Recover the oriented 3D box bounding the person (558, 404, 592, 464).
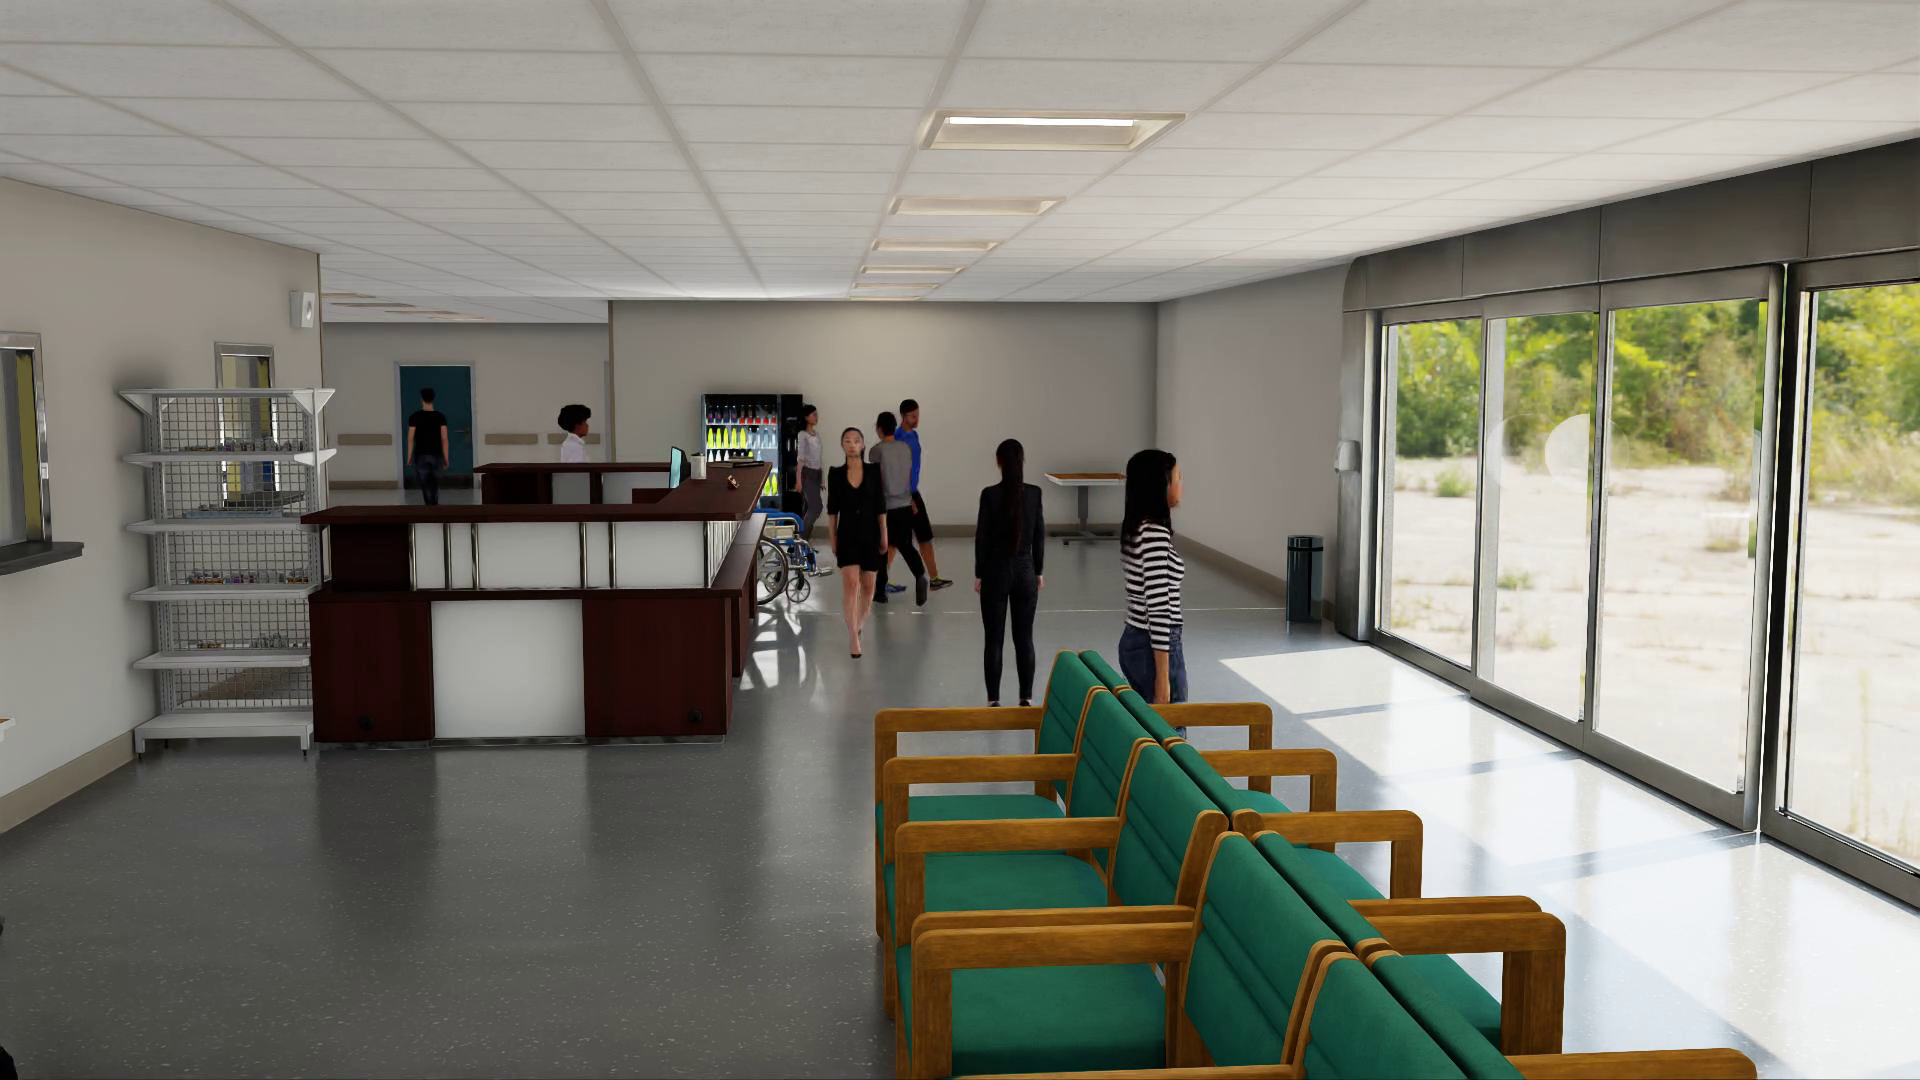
[{"bbox_3d":[-3.624,-0.357,15.467,0.858,1.796,0.763,-2,6,-23],"label":"person"}]

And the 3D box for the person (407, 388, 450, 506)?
[{"bbox_3d":[-7.112,-1.072,22.263,1.242,1.859,1.064,-3,7,-29],"label":"person"}]

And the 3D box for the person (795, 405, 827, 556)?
[{"bbox_3d":[-1.811,-0.679,19.041,0.750,1.722,0.737,2,6,20],"label":"person"}]

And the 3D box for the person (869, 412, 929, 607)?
[{"bbox_3d":[-0.559,-0.259,14.830,1.091,1.730,0.990,-3,7,-30],"label":"person"}]

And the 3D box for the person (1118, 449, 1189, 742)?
[{"bbox_3d":[0.753,0.533,6.687,0.579,1.783,0.637,0,6,0],"label":"person"}]

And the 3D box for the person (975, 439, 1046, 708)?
[{"bbox_3d":[0.298,0.251,9.842,0.478,1.712,0.666,-2,6,-15],"label":"person"}]

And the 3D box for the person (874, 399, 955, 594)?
[{"bbox_3d":[-0.616,-0.384,15.611,1.121,1.823,0.943,2,6,16],"label":"person"}]

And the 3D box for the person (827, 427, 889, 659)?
[{"bbox_3d":[-0.753,0.025,12.318,0.955,1.668,0.692,-1,6,-9],"label":"person"}]
